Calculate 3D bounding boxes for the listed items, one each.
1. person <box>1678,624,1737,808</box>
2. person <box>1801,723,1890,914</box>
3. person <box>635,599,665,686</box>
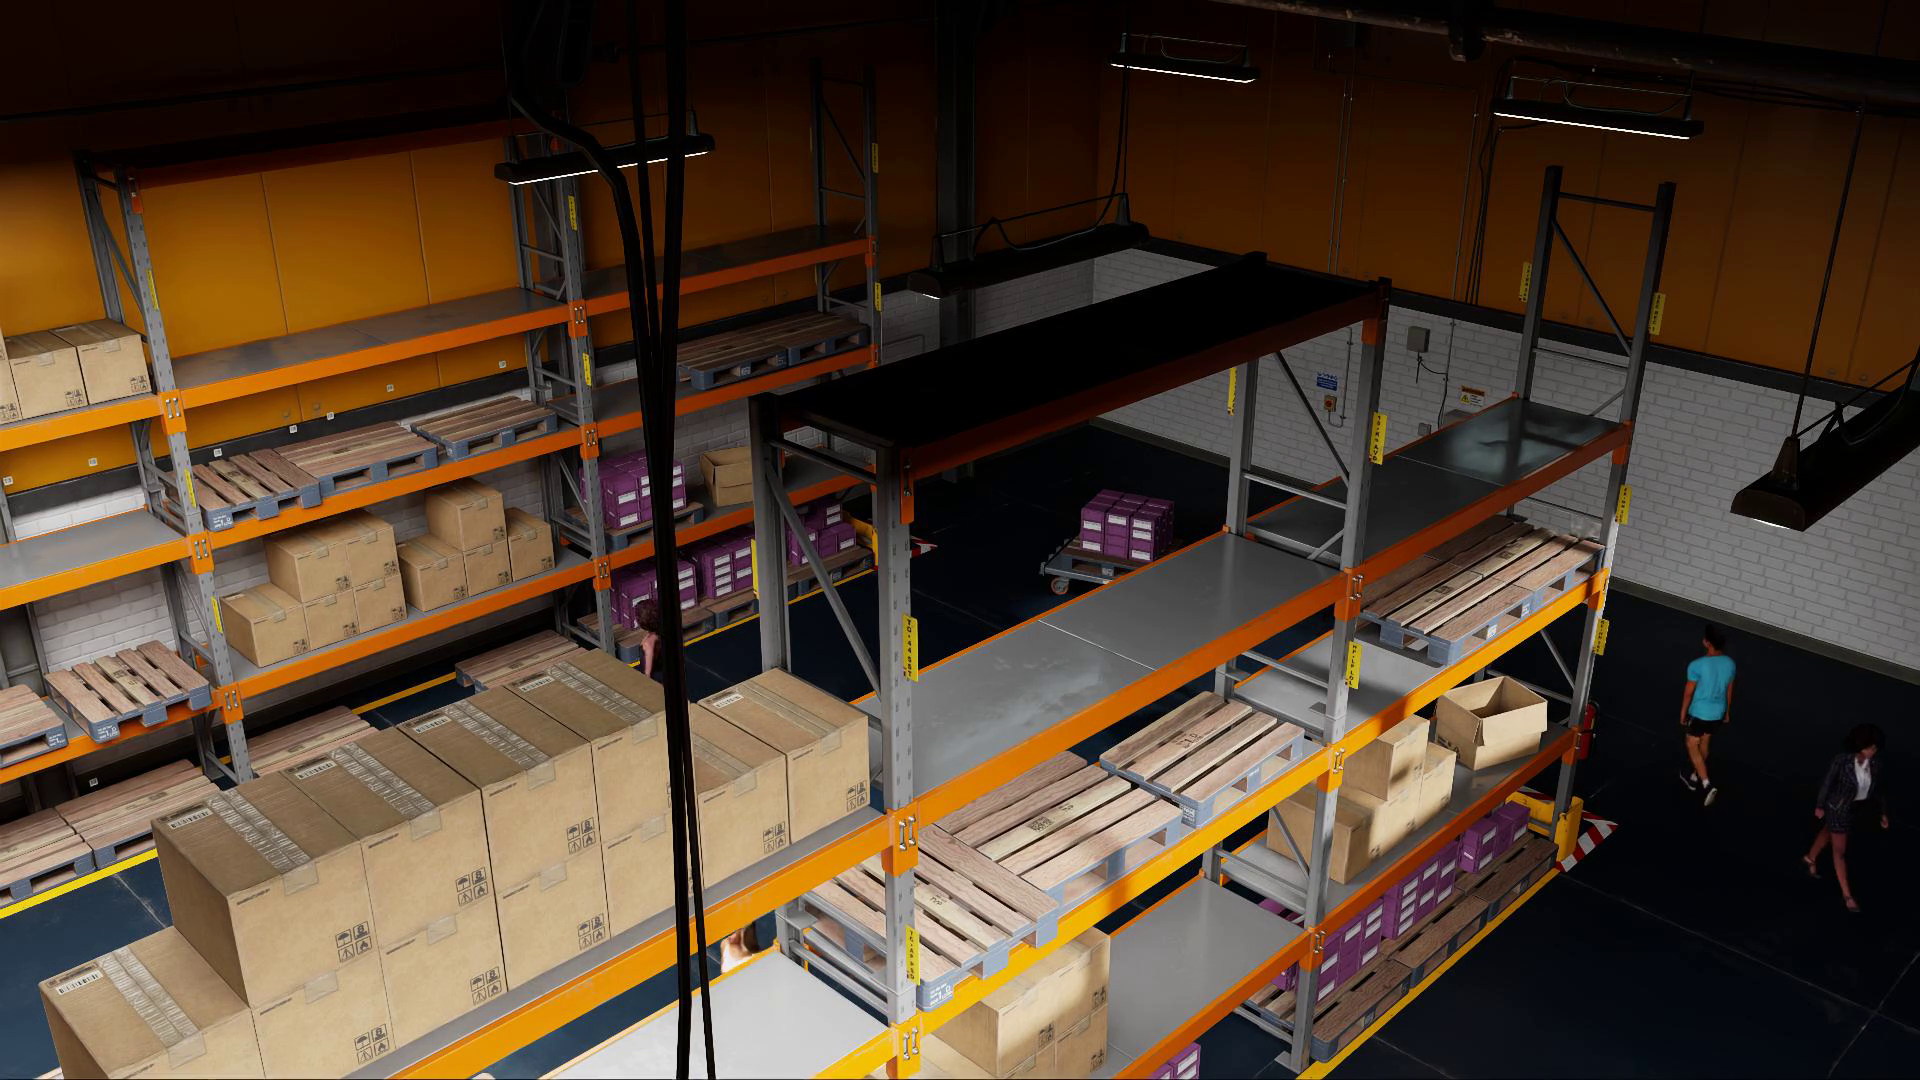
[{"bbox_3d":[6.944,1.651,15.404,1.033,1.756,1.062,-1,24,-3],"label":"person"},{"bbox_3d":[7.449,2.262,14.139,1.085,1.649,1.055,-6,24,-14],"label":"person"},{"bbox_3d":[-2.833,1.411,15.960,1.135,1.751,0.964,-4,24,-9],"label":"person"}]
